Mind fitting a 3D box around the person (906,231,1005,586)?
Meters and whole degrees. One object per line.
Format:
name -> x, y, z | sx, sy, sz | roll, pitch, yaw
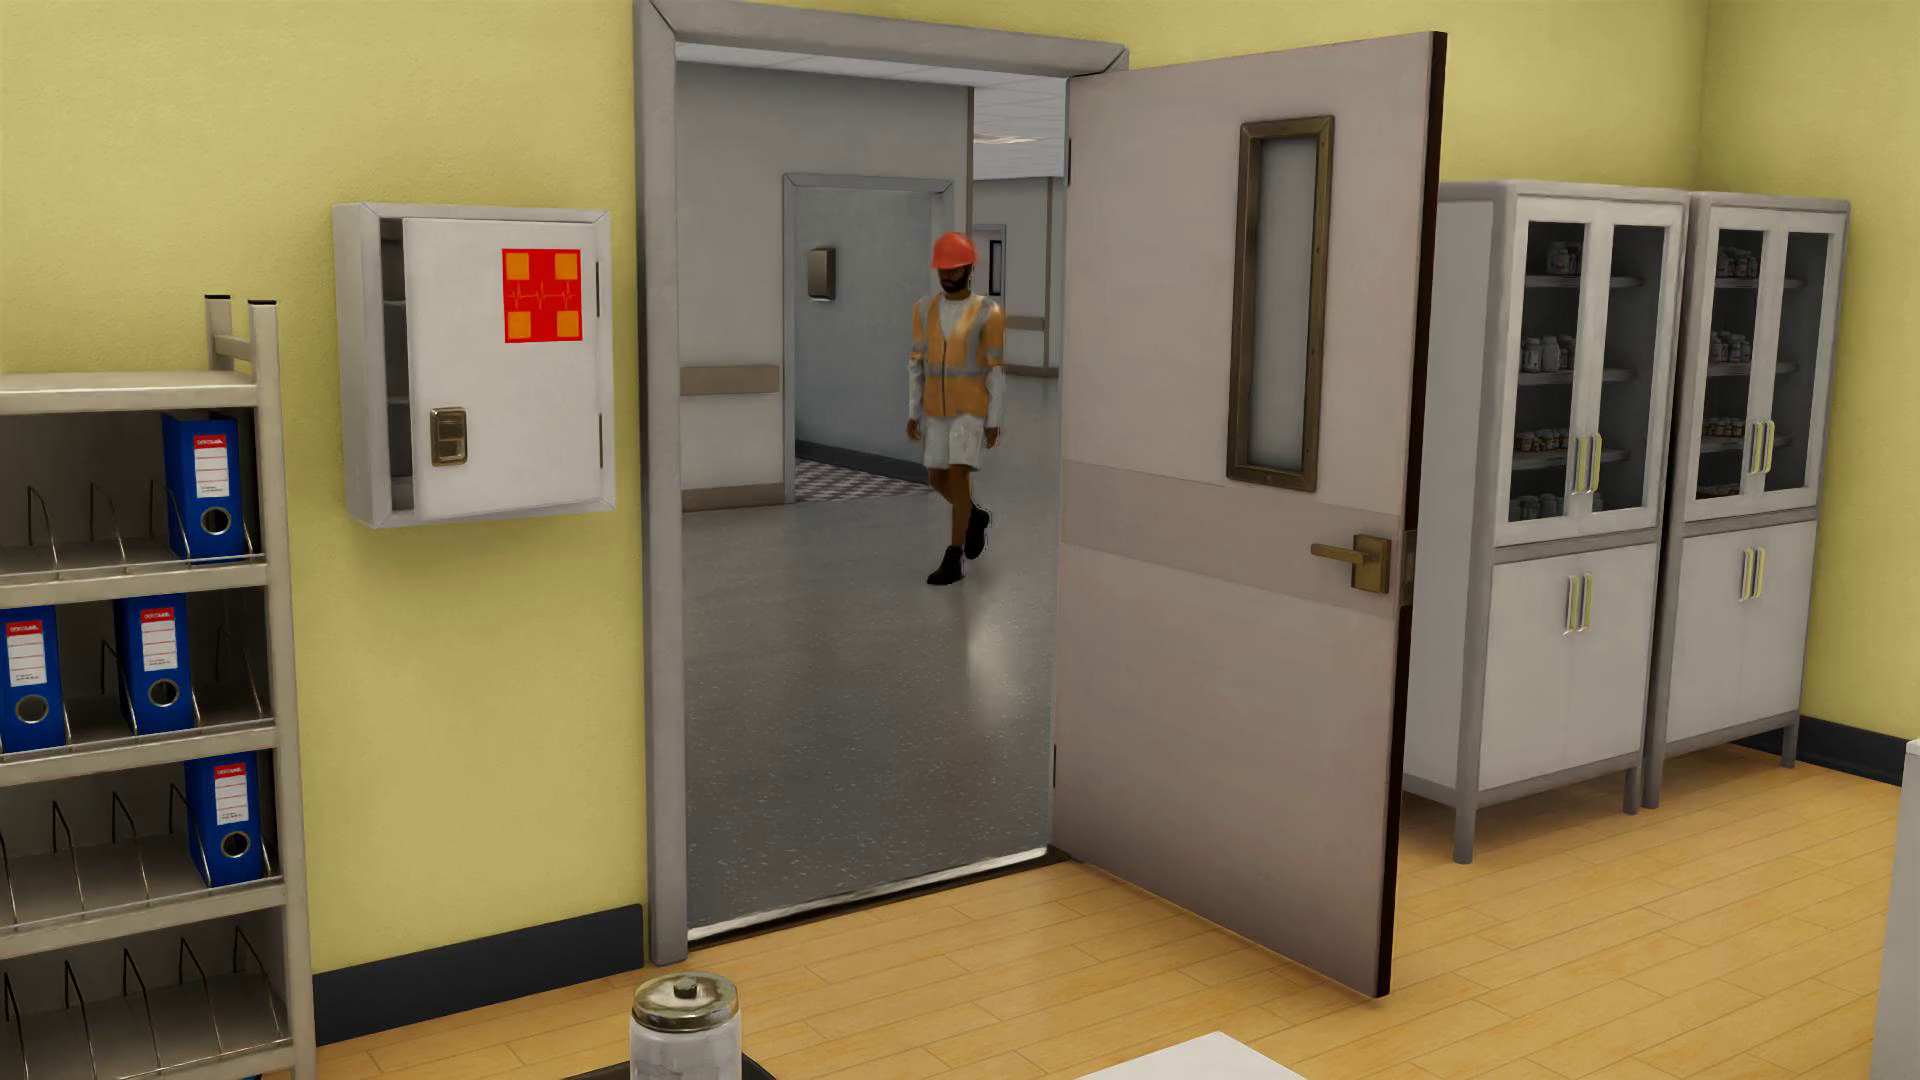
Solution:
person -> 0.020, -0.736, 9.189 | 0.546, 1.910, 0.781 | 6, 11, 29
